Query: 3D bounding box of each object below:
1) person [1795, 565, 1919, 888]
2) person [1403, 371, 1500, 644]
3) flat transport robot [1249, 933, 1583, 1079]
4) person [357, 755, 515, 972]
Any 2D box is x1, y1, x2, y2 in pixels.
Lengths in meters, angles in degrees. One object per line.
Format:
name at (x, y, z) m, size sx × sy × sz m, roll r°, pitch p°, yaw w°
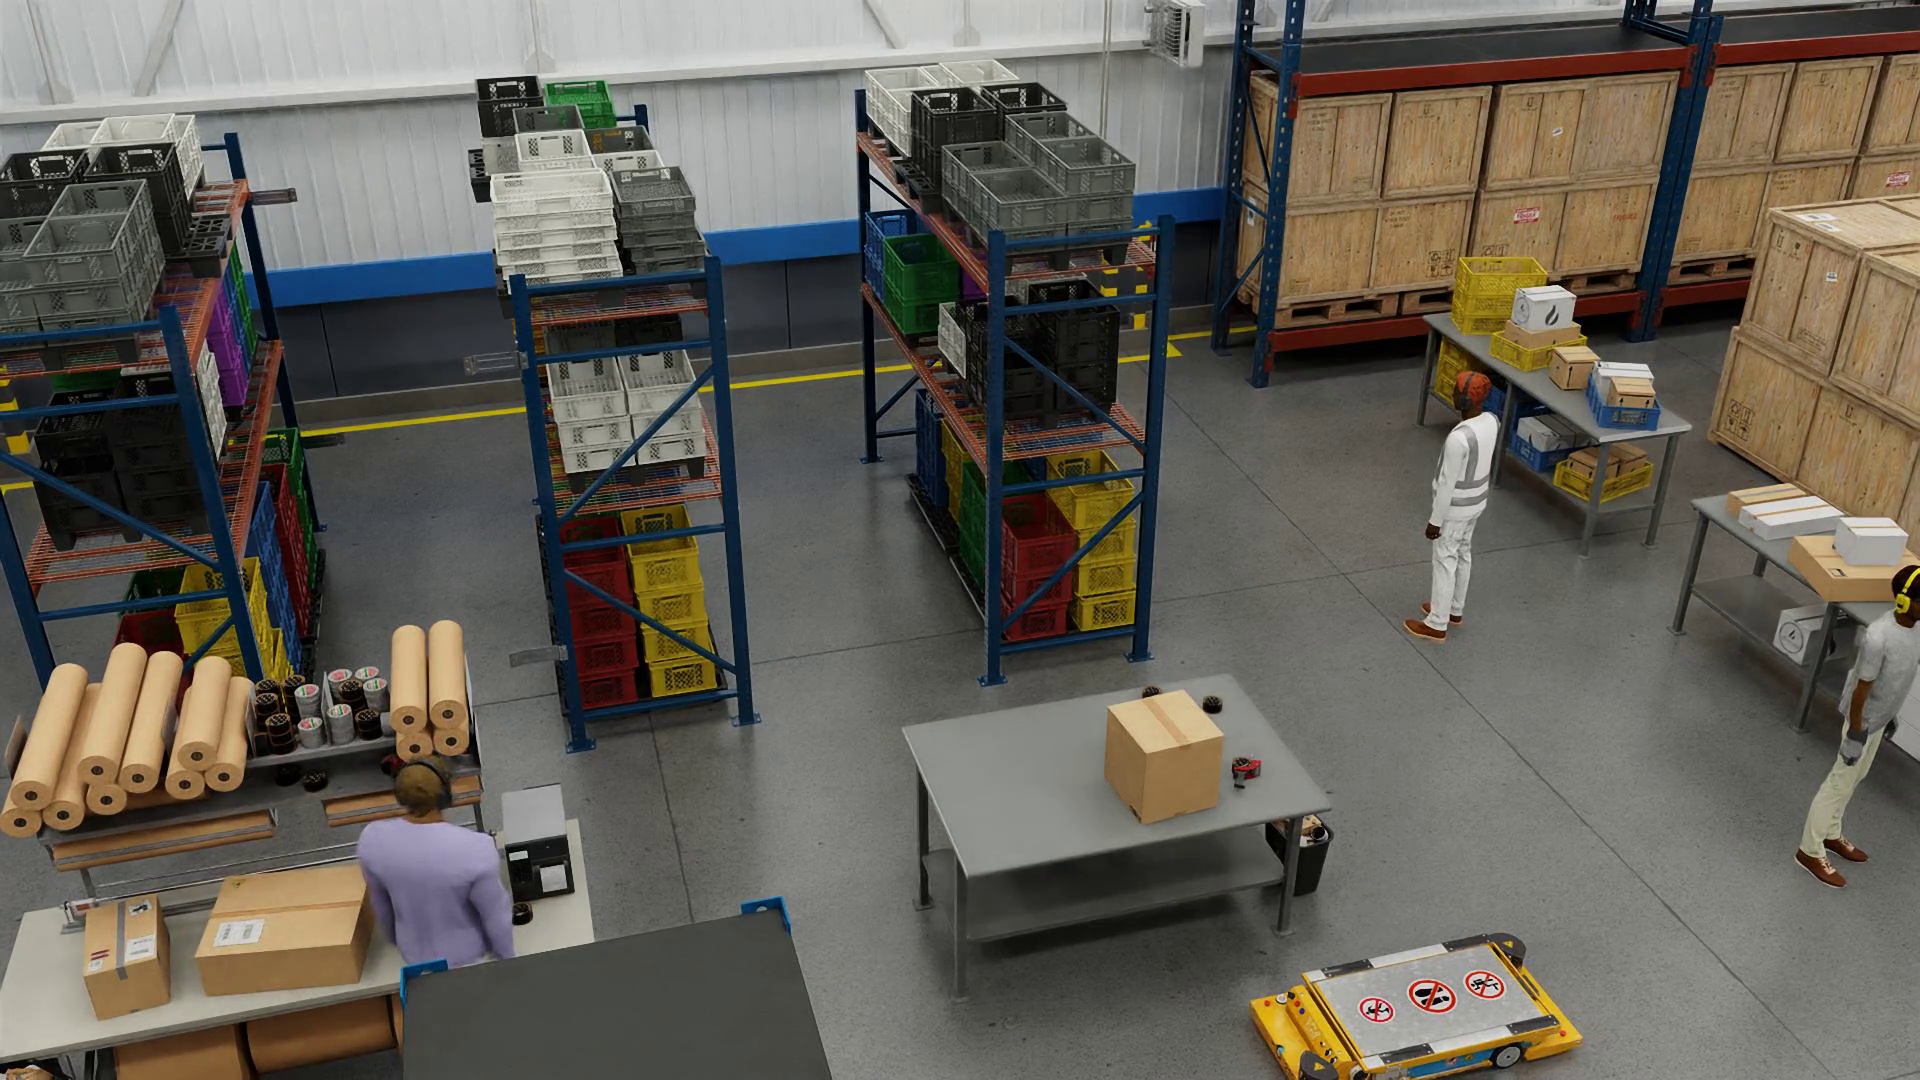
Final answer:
person at (4.804, 0.957, 8.742) m, size 0.517 × 1.873 × 0.328 m, roll -23°, pitch 36°, yaw -36°
person at (3.244, -0.219, 10.881) m, size 0.356 × 1.880 × 0.569 m, roll 22°, pitch 36°, yaw 35°
flat transport robot at (2.184, 2.282, 7.980) m, size 1.431 × 0.197 × 0.652 m, roll -8°, pitch 30°, yaw -14°
person at (-2.215, 1.764, 7.217) m, size 0.629 × 1.932 × 0.369 m, roll 5°, pitch 29°, yaw 9°
